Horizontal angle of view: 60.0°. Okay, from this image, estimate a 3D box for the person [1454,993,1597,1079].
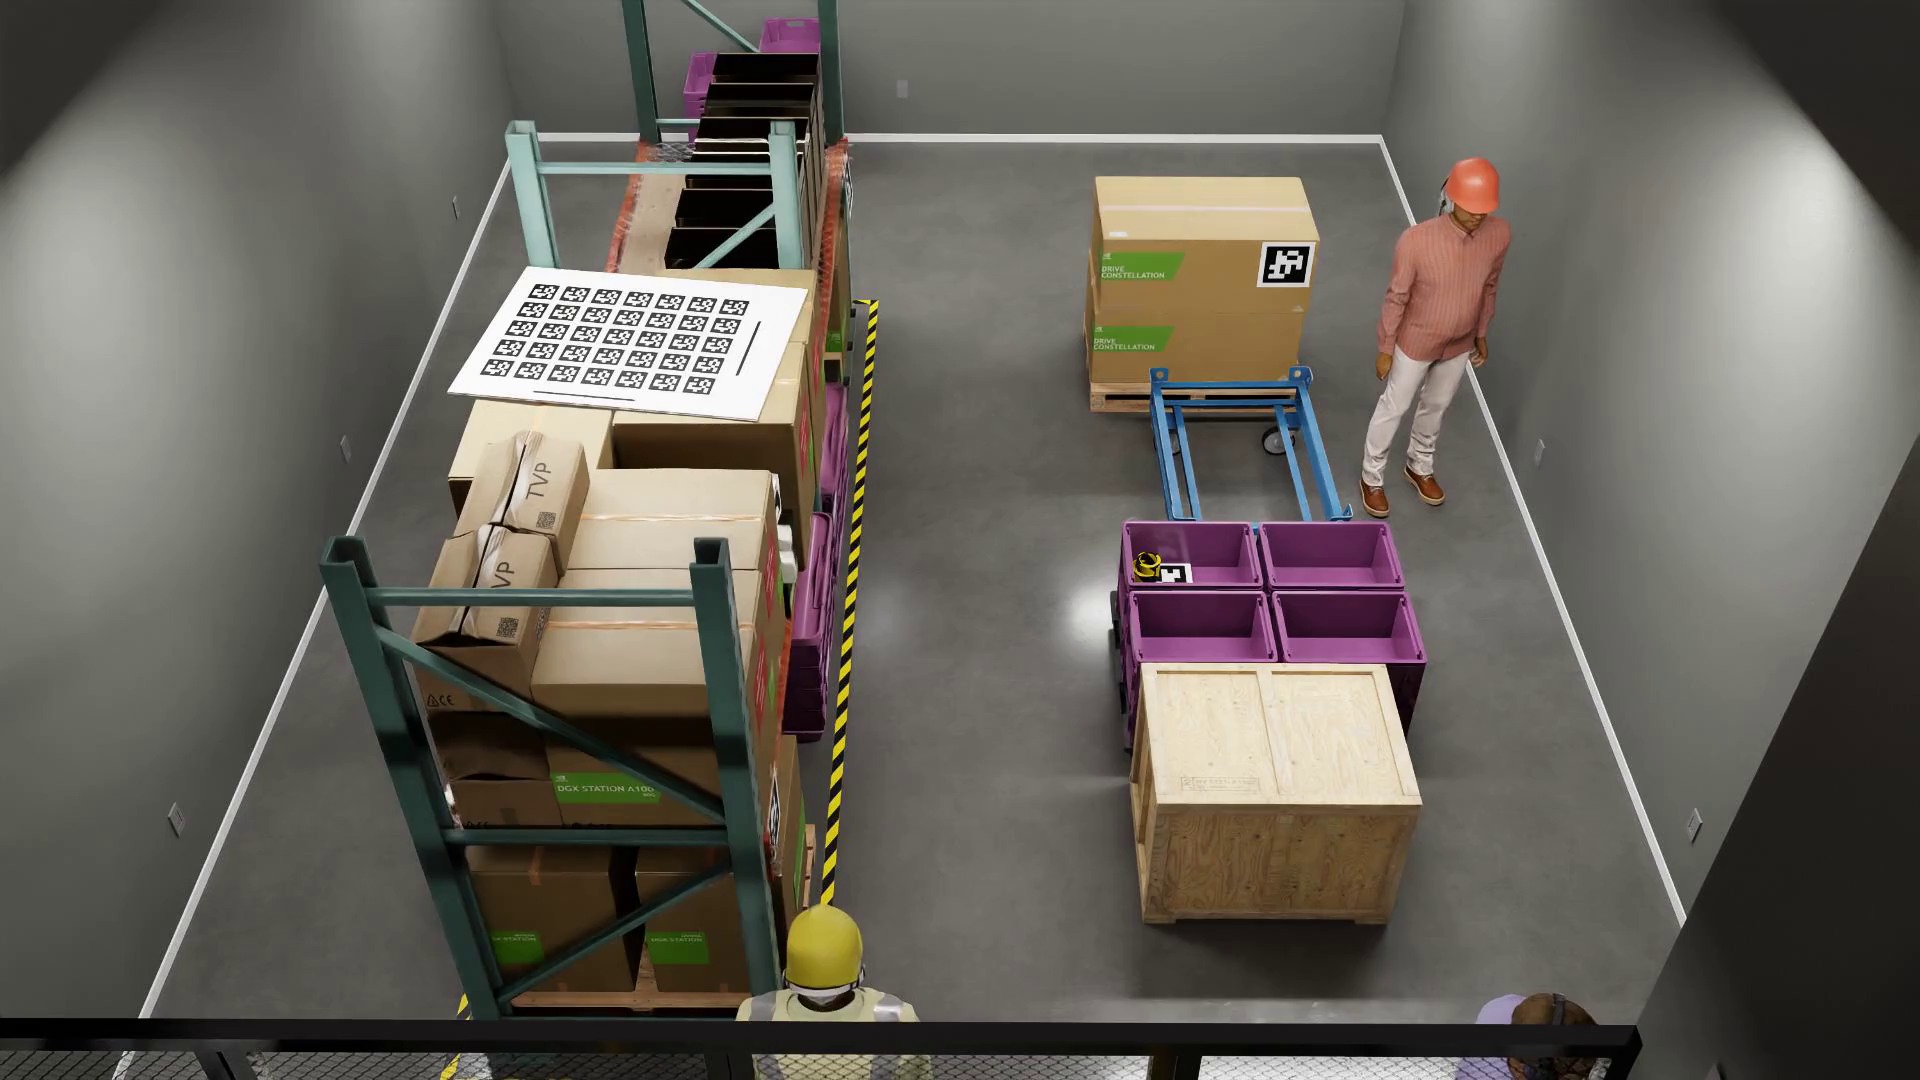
[{"bbox_3d":[1.532,1.933,4.909,0.370,1.940,0.627,11,42,13],"label":"person"}]

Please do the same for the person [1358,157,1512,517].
[{"bbox_3d":[2.344,-0.983,8.193,0.622,1.992,0.393,-11,42,-12],"label":"person"}]

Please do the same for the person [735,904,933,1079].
[{"bbox_3d":[-0.375,1.752,5.197,0.588,1.830,0.403,0,41,0],"label":"person"}]
